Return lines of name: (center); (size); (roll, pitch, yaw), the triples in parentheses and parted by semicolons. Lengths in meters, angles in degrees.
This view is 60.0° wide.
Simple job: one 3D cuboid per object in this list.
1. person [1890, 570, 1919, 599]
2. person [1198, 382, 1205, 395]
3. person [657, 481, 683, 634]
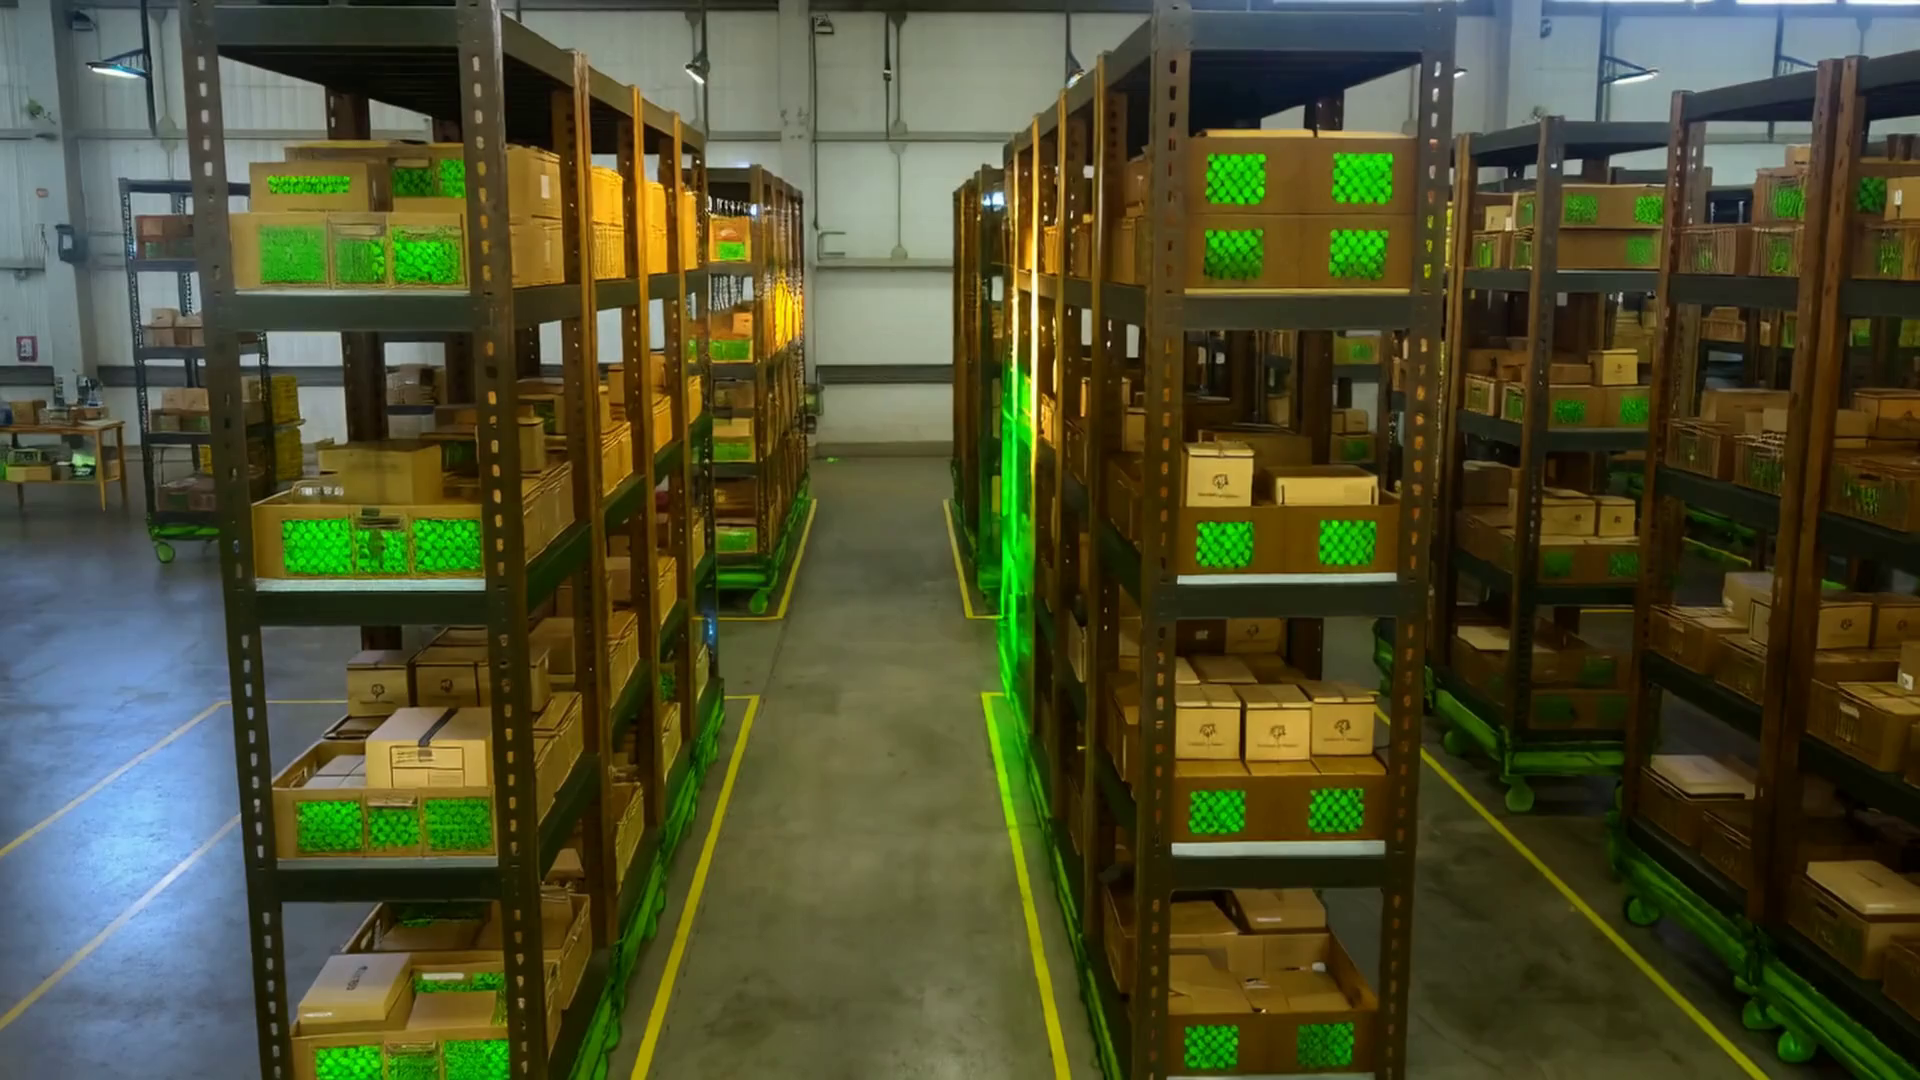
person: (7.650, -0.224, 13.116); (0.747, 1.803, 0.614); (-2, 10, -10)
person: (1.972, -0.474, 14.461); (0.601, 1.832, 0.430); (-1, 10, -4)
person: (-1.986, 0.167, 10.529); (0.574, 1.926, 0.632); (-9, 14, -43)
